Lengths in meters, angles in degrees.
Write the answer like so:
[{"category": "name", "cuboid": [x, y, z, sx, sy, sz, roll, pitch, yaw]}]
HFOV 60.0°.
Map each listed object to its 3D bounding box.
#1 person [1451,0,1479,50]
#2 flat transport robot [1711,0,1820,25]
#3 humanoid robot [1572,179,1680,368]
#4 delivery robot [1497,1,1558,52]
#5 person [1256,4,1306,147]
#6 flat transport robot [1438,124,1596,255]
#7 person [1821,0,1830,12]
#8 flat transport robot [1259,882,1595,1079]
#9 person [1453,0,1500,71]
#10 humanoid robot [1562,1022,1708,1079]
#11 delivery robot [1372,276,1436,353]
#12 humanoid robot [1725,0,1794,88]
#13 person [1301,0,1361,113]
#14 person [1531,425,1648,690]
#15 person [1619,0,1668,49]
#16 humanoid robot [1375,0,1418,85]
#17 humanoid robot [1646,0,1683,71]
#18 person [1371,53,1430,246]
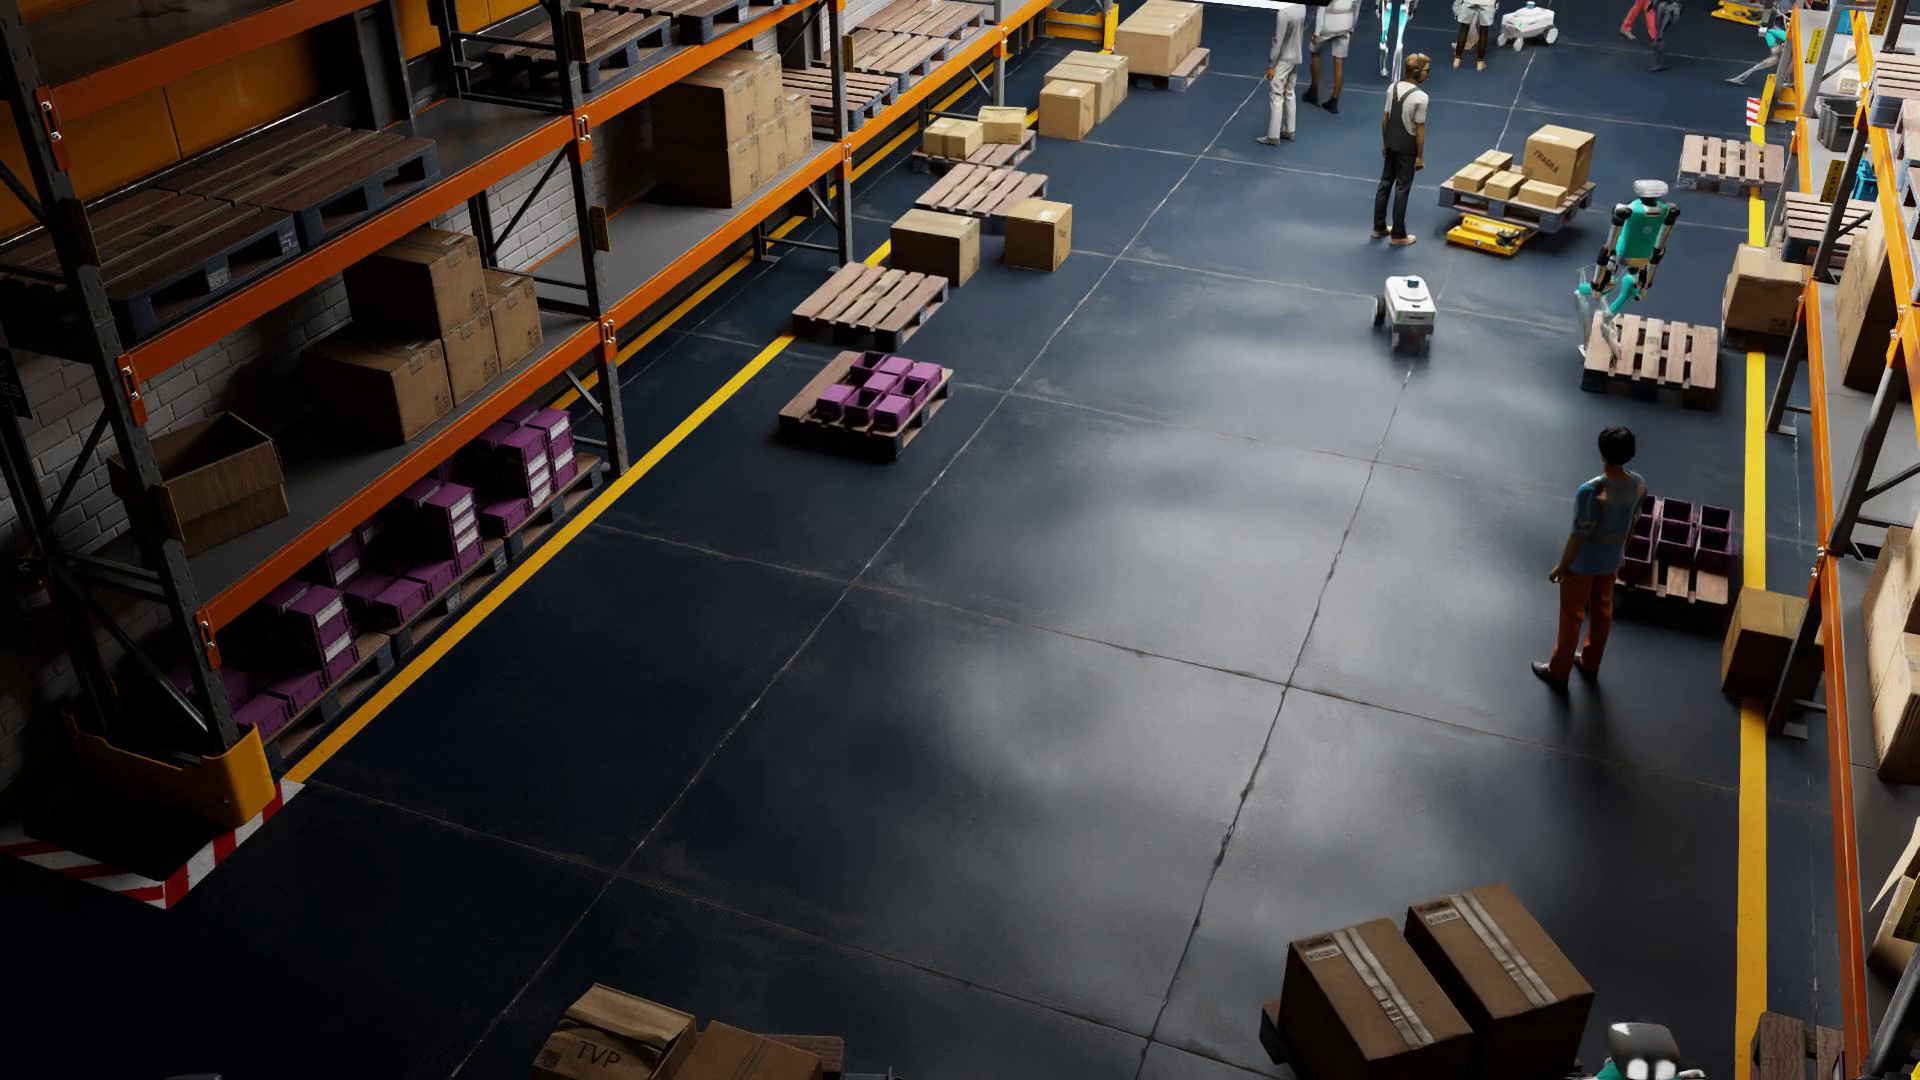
[{"category": "person", "cuboid": [6.566, -7.155, 21.282, 0.368, 1.760, 0.488, 22, 39, 30]}, {"category": "flat transport robot", "cuboid": [11.092, -7.394, 23.035, 1.431, 0.231, 0.659, -25, 40, -33]}, {"category": "humanoid robot", "cuboid": [5.353, -2.168, 13.580, 0.542, 1.745, 0.935, -4, 33, -6]}, {"category": "delivery robot", "cuboid": [7.428, -6.723, 21.751, 0.818, 0.614, 0.499, -20, 38, -28]}, {"category": "person", "cuboid": [3.578, -5.264, 18.249, 0.403, 1.892, 0.544, 26, 41, 34]}, {"category": "flat transport robot", "cuboid": [5.457, -3.202, 16.547, 0.659, 0.231, 1.431, 23, 39, 31]}, {"category": "person", "cuboid": [10.977, -6.778, 20.610, 0.515, 1.866, 0.391, -5, 33, -8]}, {"category": "flat transport robot", "cuboid": [2.114, 2.566, 7.621, 0.659, 0.231, 1.431, -10, 34, -15]}, {"category": "person", "cuboid": [6.452, -6.695, 20.645, 0.531, 1.691, 0.322, 16, 36, 23]}, {"category": "humanoid robot", "cuboid": [2.418, 2.387, 6.517, 0.532, 1.768, 0.686, -3, 33, -4]}, {"category": "delivery robot", "cuboid": [3.890, -2.006, 14.417, 0.499, 0.577, 0.769, 2, 33, 3]}, {"category": "humanoid robot", "cuboid": [9.882, -6.219, 19.892, 0.922, 1.770, 0.542, 13, 35, 20]}, {"category": "person", "cuboid": [4.322, -5.989, 19.342, 0.583, 1.910, 0.735, -8, 34, -12]}, {"category": "person", "cuboid": [3.816, 0.114, 10.036, 0.499, 1.763, 0.308, -10, 34, -16]}, {"category": "person", "cuboid": [9.011, -7.264, 21.493, 0.526, 1.712, 0.933, -15, 36, -22]}, {"category": "humanoid robot", "cuboid": [5.308, -6.367, 20.173, 0.553, 1.873, 0.833, 5, 33, 8]}, {"category": "humanoid robot", "cuboid": [8.799, -6.692, 20.663, 0.327, 1.652, 0.602, -9, 34, -13]}, {"category": "person", "cuboid": [4.237, -3.733, 15.922, 0.348, 1.841, 0.504, -18, 37, -25]}]
